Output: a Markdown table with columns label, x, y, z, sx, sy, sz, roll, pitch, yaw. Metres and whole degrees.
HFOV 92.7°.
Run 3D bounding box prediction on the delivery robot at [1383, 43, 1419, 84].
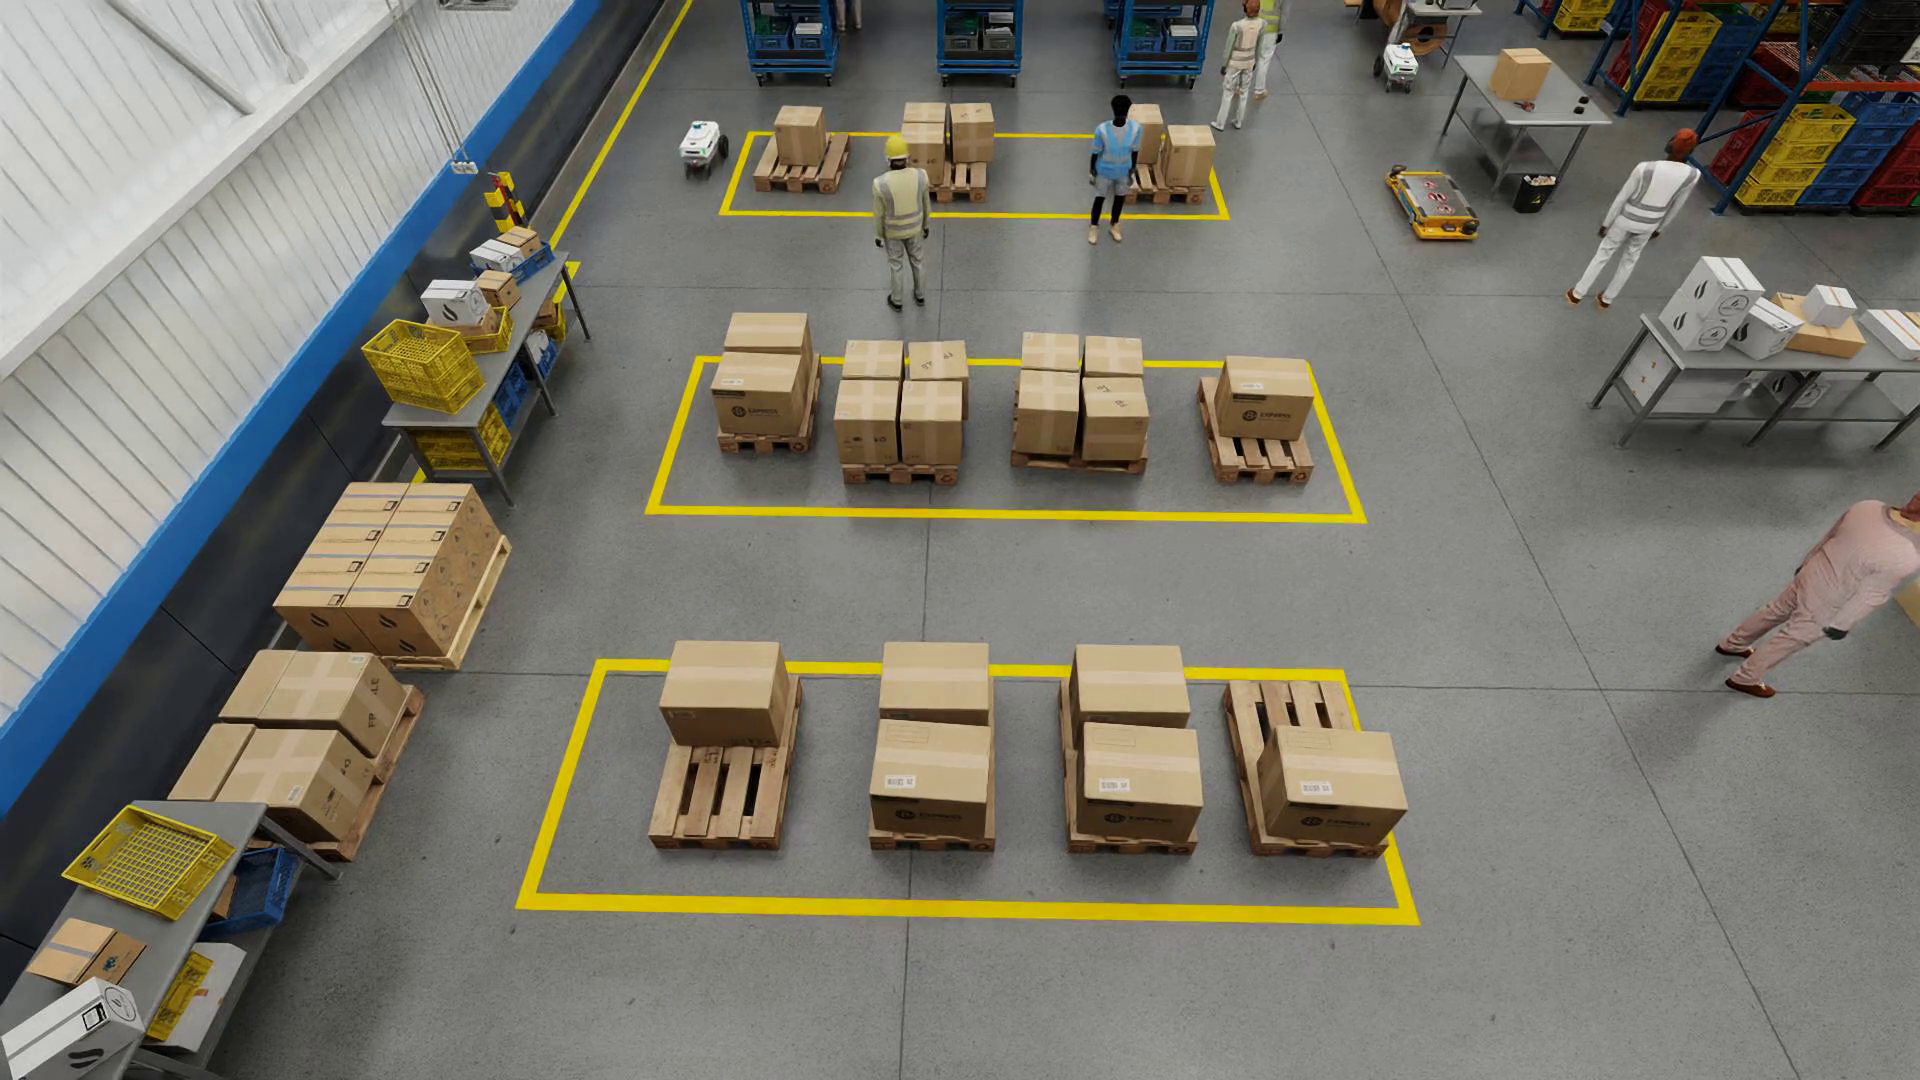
| label | x | y | z | sx | sy | sz | roll | pitch | yaw |
| --- | --- | --- | --- | --- | --- | --- | --- | --- | --- |
| delivery robot | 6.372 | -6.919 | 13.258 | 0.477 | 0.478 | 0.707 | 5 | 49 | 4 |

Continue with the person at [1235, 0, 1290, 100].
| label | x | y | z | sx | sy | sz | roll | pitch | yaw |
| --- | --- | --- | --- | --- | --- | --- | --- | --- | --- |
| person | 4.176 | -7.045 | 12.586 | 0.622 | 1.839 | 0.429 | 30 | 55 | 23 |

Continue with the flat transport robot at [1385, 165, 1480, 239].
| label | x | y | z | sx | sy | sz | roll | pitch | yaw |
| --- | --- | --- | --- | --- | --- | --- | --- | --- | --- |
| flat transport robot | 5.692 | -4.094 | 11.059 | 0.652 | 0.197 | 1.431 | 1 | 49 | 1 |

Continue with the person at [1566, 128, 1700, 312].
| label | x | y | z | sx | sy | sz | roll | pitch | yaw |
| --- | --- | --- | --- | --- | --- | --- | --- | --- | --- |
| person | 6.780 | -3.179 | 9.213 | 0.581 | 1.878 | 0.340 | 14 | 51 | 12 |

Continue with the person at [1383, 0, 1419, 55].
| label | x | y | z | sx | sy | sz | roll | pitch | yaw |
| --- | --- | --- | --- | --- | --- | --- | --- | --- | --- |
| person | 6.588 | -7.909 | 13.275 | 0.371 | 1.929 | 0.629 | 21 | 52 | 17 |

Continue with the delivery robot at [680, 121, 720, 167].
| label | x | y | z | sx | sy | sz | roll | pitch | yaw |
| --- | --- | --- | --- | --- | --- | --- | --- | --- | --- |
| delivery robot | -3.301 | -5.065 | 11.653 | 0.477 | 0.478 | 0.707 | 4 | 49 | 3 |

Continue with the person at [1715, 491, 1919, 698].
| label | x | y | z | sx | sy | sz | roll | pitch | yaw |
| --- | --- | --- | --- | --- | --- | --- | --- | --- | --- |
| person | 5.854 | 0.346 | 6.151 | 0.400 | 1.900 | 0.648 | 12 | 50 | 10 |

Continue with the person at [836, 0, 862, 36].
| label | x | y | z | sx | sy | sz | roll | pitch | yaw |
| --- | --- | --- | --- | --- | --- | --- | --- | --- | --- |
| person | -1.754 | -8.845 | 14.051 | 0.624 | 1.981 | 0.406 | -18 | 52 | -15 |

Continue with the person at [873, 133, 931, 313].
| label | x | y | z | sx | sy | sz | roll | pitch | yaw |
| --- | --- | --- | --- | --- | --- | --- | --- | --- | --- |
| person | -0.586 | -3.158 | 9.223 | 0.600 | 1.829 | 0.404 | -18 | 51 | -15 |

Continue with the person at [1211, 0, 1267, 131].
| label | x | y | z | sx | sy | sz | roll | pitch | yaw |
| --- | --- | --- | --- | --- | --- | --- | --- | --- | --- |
| person | 3.668 | -6.220 | 12.006 | 0.520 | 1.632 | 0.315 | -11 | 50 | -9 |

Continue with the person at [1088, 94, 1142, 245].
| label | x | y | z | sx | sy | sz | roll | pitch | yaw |
| --- | --- | --- | --- | --- | --- | --- | --- | --- | --- |
| person | 1.681 | -4.061 | 10.101 | 0.539 | 1.685 | 0.322 | -6 | 49 | -5 |
